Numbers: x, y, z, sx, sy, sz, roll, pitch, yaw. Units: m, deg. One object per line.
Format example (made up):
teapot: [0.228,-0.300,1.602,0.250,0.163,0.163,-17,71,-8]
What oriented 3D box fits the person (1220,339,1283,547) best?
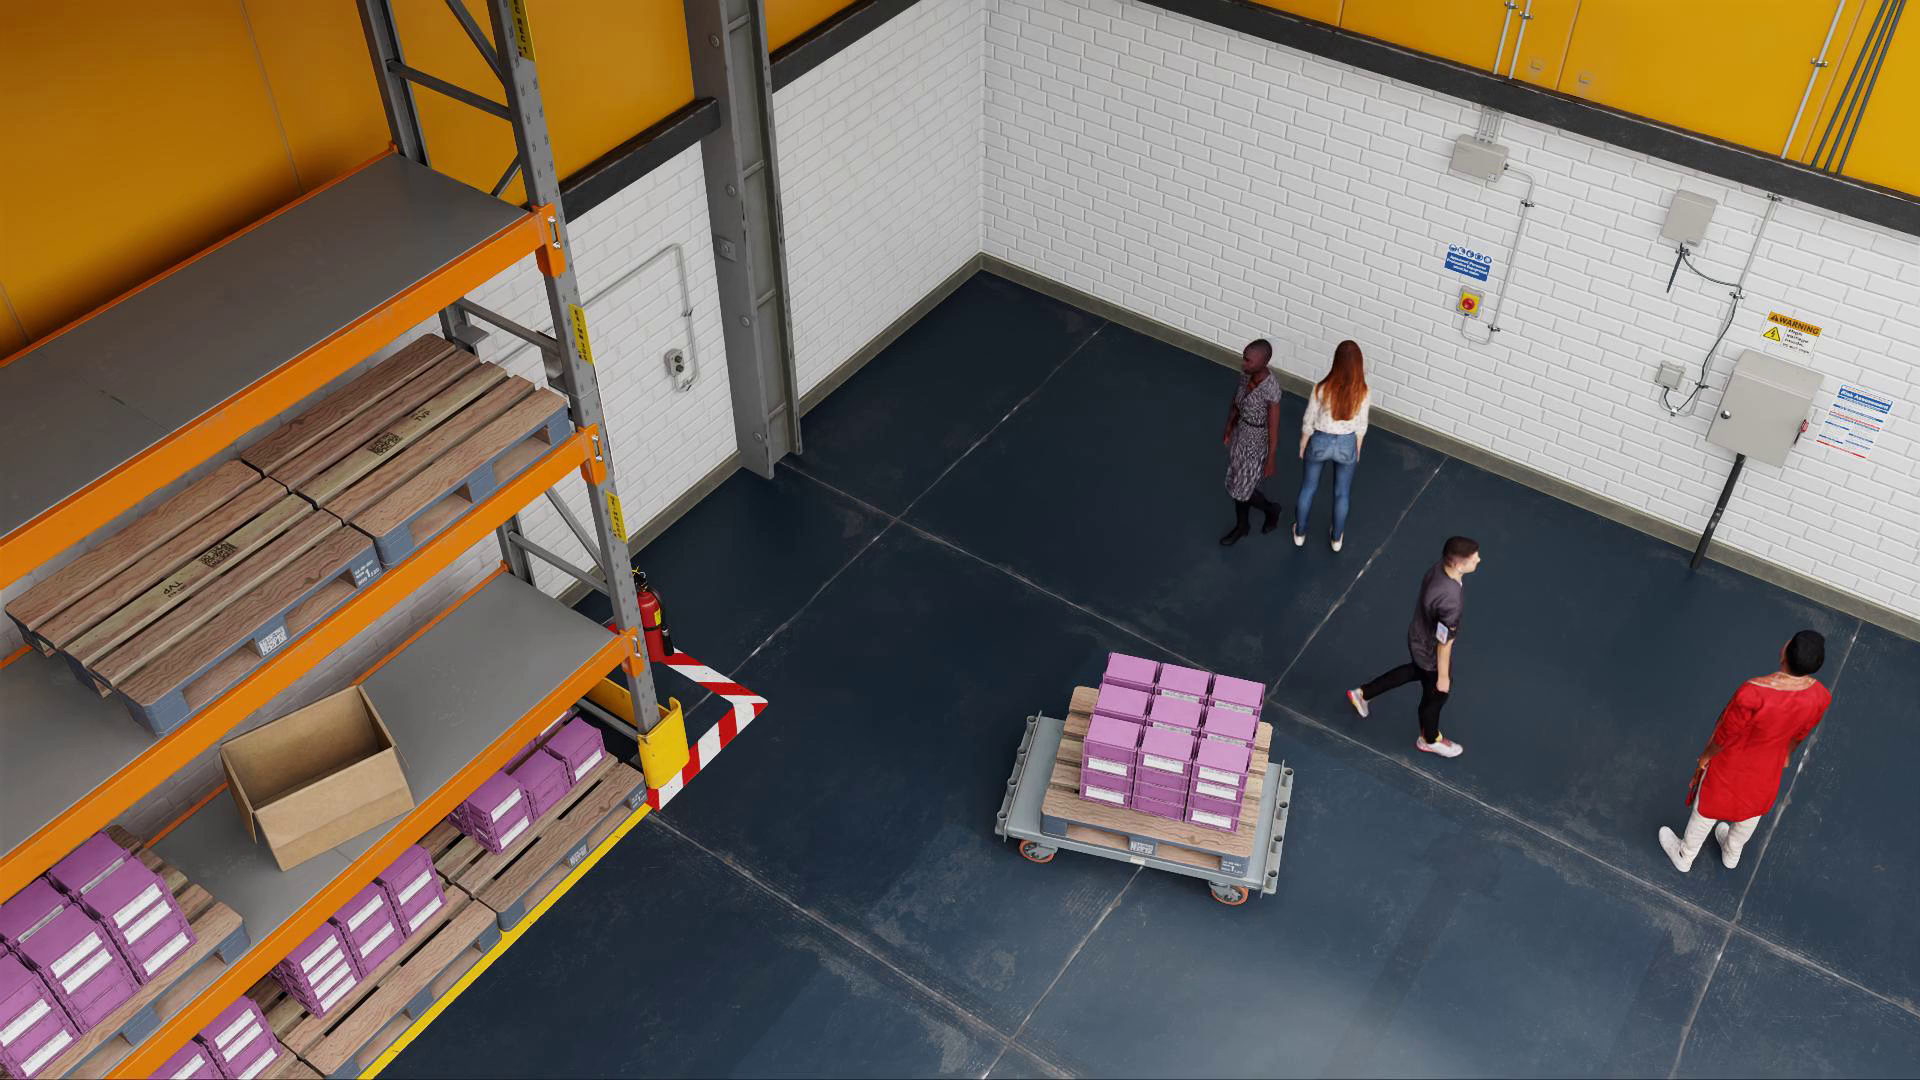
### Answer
person: [2.069,-0.652,11.312,0.920,1.775,0.849,-14,45,-15]

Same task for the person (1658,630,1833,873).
person: [4.434,1.201,9.289,0.777,1.884,0.806,-2,44,-2]

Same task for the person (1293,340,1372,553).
person: [2.535,-0.629,11.326,0.649,1.722,0.641,7,44,7]

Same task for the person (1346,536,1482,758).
person: [2.770,0.633,9.982,0.970,1.748,1.039,7,44,7]
